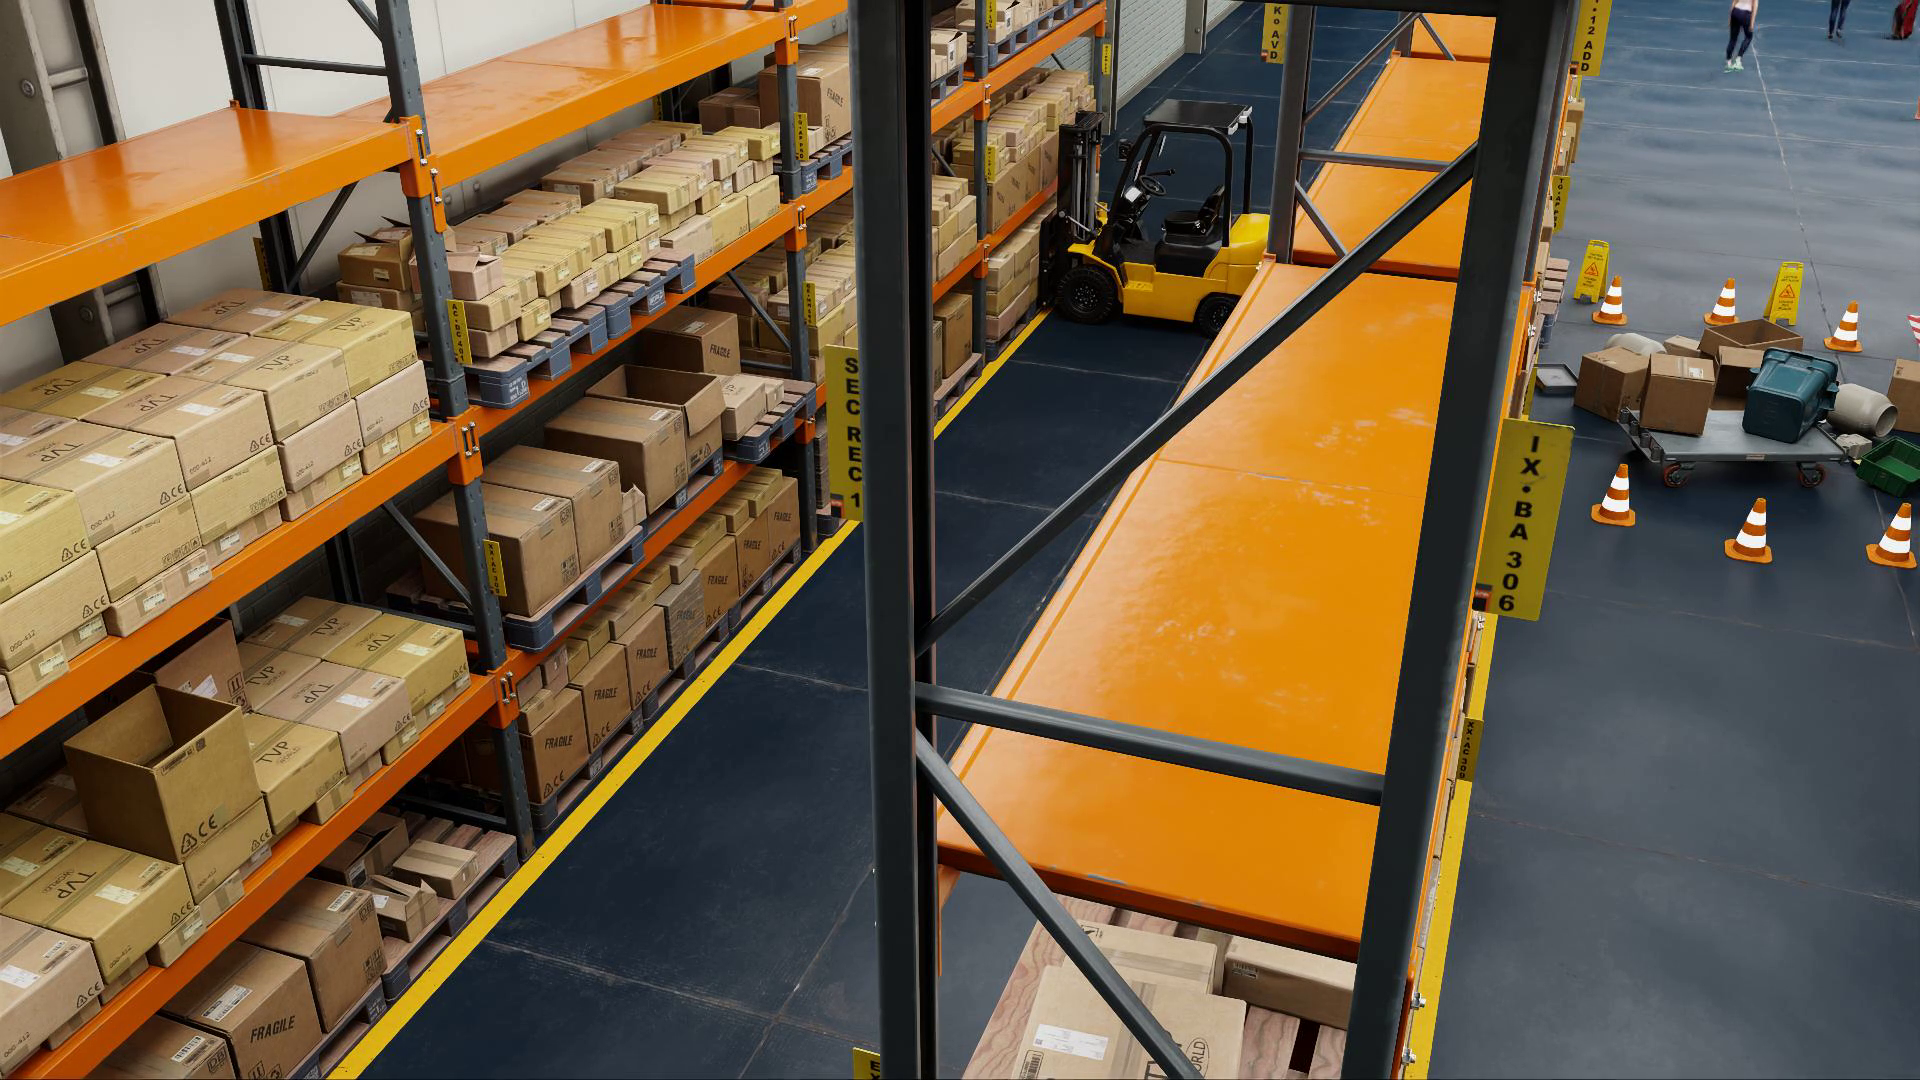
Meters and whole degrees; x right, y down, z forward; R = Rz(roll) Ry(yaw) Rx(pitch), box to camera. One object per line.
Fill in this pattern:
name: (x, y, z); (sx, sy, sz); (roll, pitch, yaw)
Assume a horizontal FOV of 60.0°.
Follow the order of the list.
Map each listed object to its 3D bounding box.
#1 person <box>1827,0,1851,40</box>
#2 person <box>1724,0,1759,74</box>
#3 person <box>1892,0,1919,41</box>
person: (15.900, -9.887, 29.921); (0.576, 1.703, 0.662); (9, 29, 17)
person: (12.873, -8.588, 27.494); (0.799, 1.691, 0.766); (-20, 34, -33)
person: (17.148, -9.873, 30.000); (0.670, 1.604, 0.826); (-21, 35, -34)
